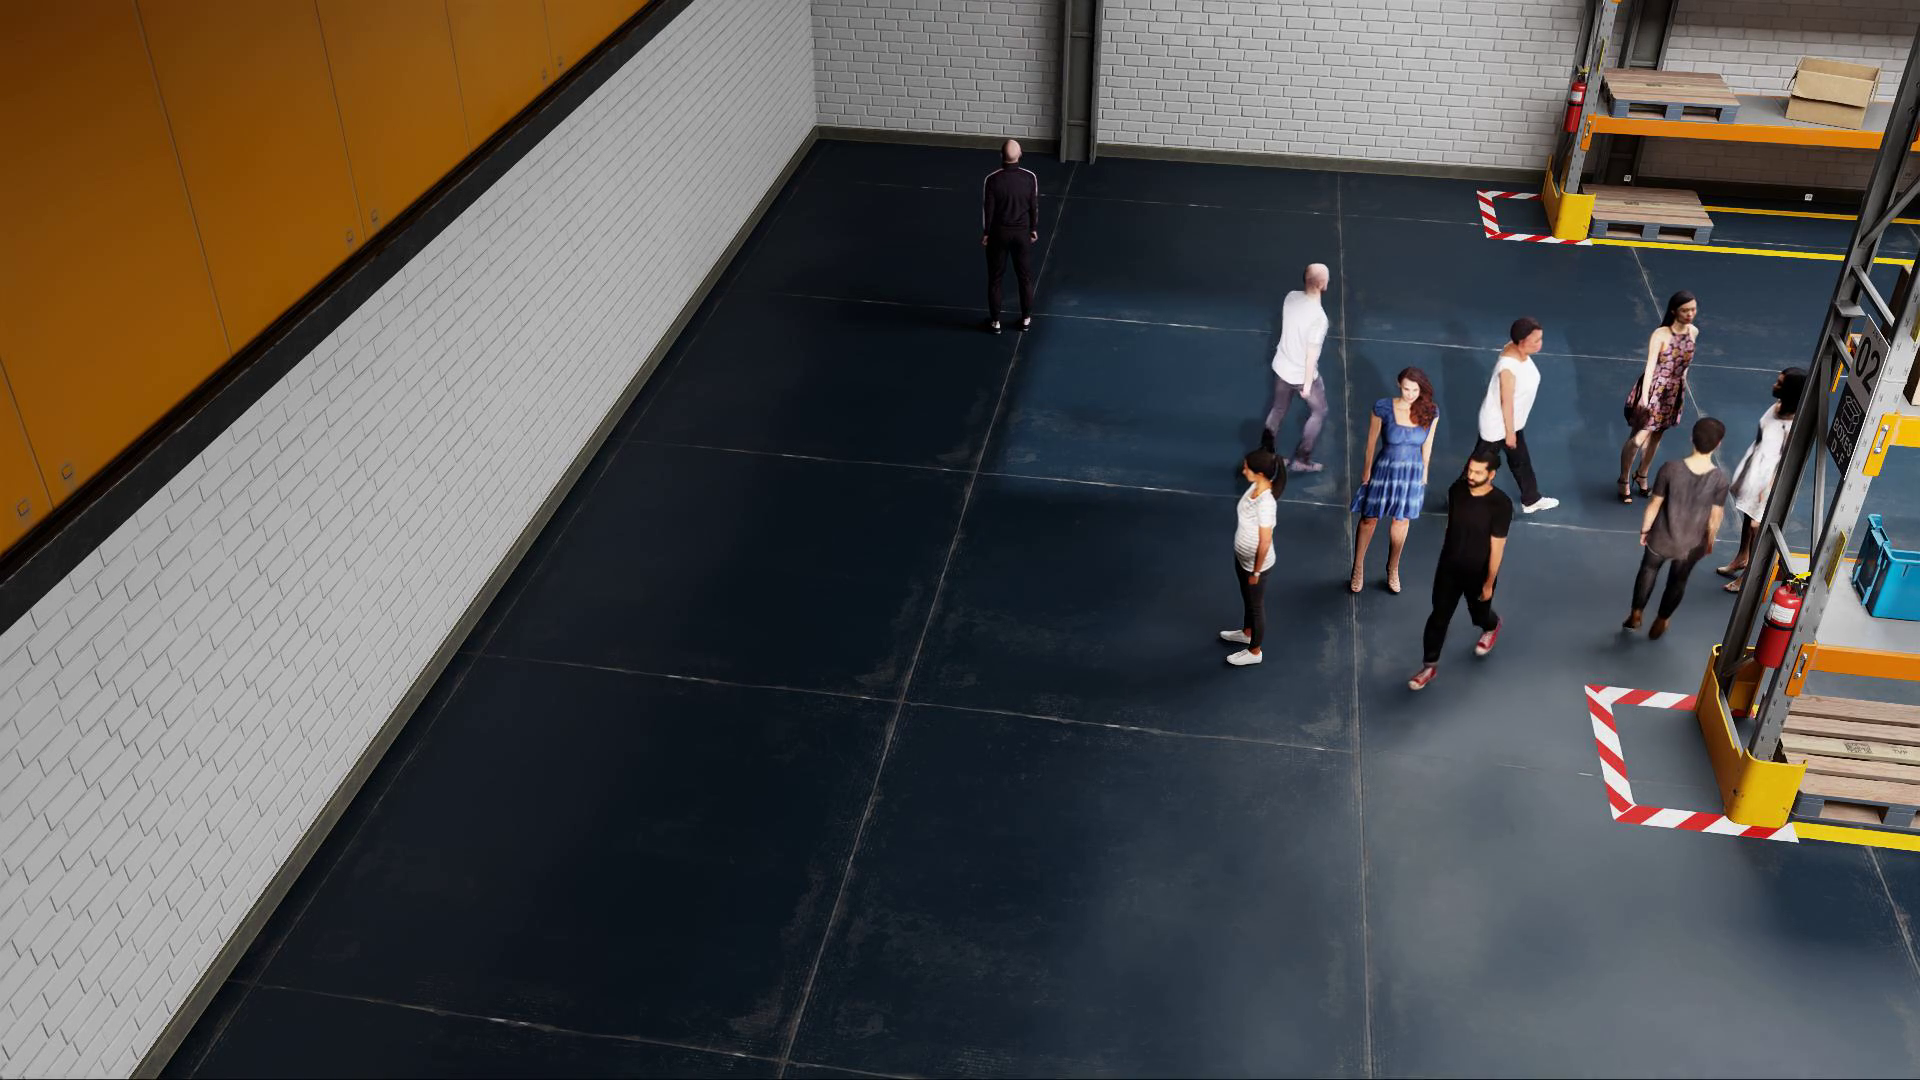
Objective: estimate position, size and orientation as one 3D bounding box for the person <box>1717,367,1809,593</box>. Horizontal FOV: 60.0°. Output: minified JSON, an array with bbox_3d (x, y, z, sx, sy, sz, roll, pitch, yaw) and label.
[{"bbox_3d":[5.701,-0.423,11.784,0.608,1.773,0.629,6,34,8],"label":"person"}]

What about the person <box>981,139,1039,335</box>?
[{"bbox_3d":[0.456,-2.779,15.270,0.651,1.836,0.816,-6,34,-9],"label":"person"}]

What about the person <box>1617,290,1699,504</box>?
[{"bbox_3d":[5.379,-1.098,12.797,0.776,1.775,0.856,-13,36,-18],"label":"person"}]

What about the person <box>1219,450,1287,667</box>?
[{"bbox_3d":[1.975,0.104,11.108,0.552,1.643,0.594,1,34,2],"label":"person"}]

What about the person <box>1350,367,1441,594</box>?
[{"bbox_3d":[3.066,-0.410,11.735,0.561,1.805,0.761,1,34,1],"label":"person"}]

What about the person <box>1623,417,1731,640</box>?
[{"bbox_3d":[4.850,-0.019,11.236,0.732,1.706,0.803,19,38,26],"label":"person"}]

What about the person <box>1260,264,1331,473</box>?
[{"bbox_3d":[2.565,-1.304,13.073,0.904,1.812,0.847,-16,37,-23],"label":"person"}]

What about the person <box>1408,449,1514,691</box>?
[{"bbox_3d":[3.397,0.165,10.938,1.144,1.730,1.081,28,42,35],"label":"person"}]

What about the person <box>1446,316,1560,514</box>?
[{"bbox_3d":[4.080,-0.932,12.661,1.144,1.649,0.888,17,37,23],"label":"person"}]
